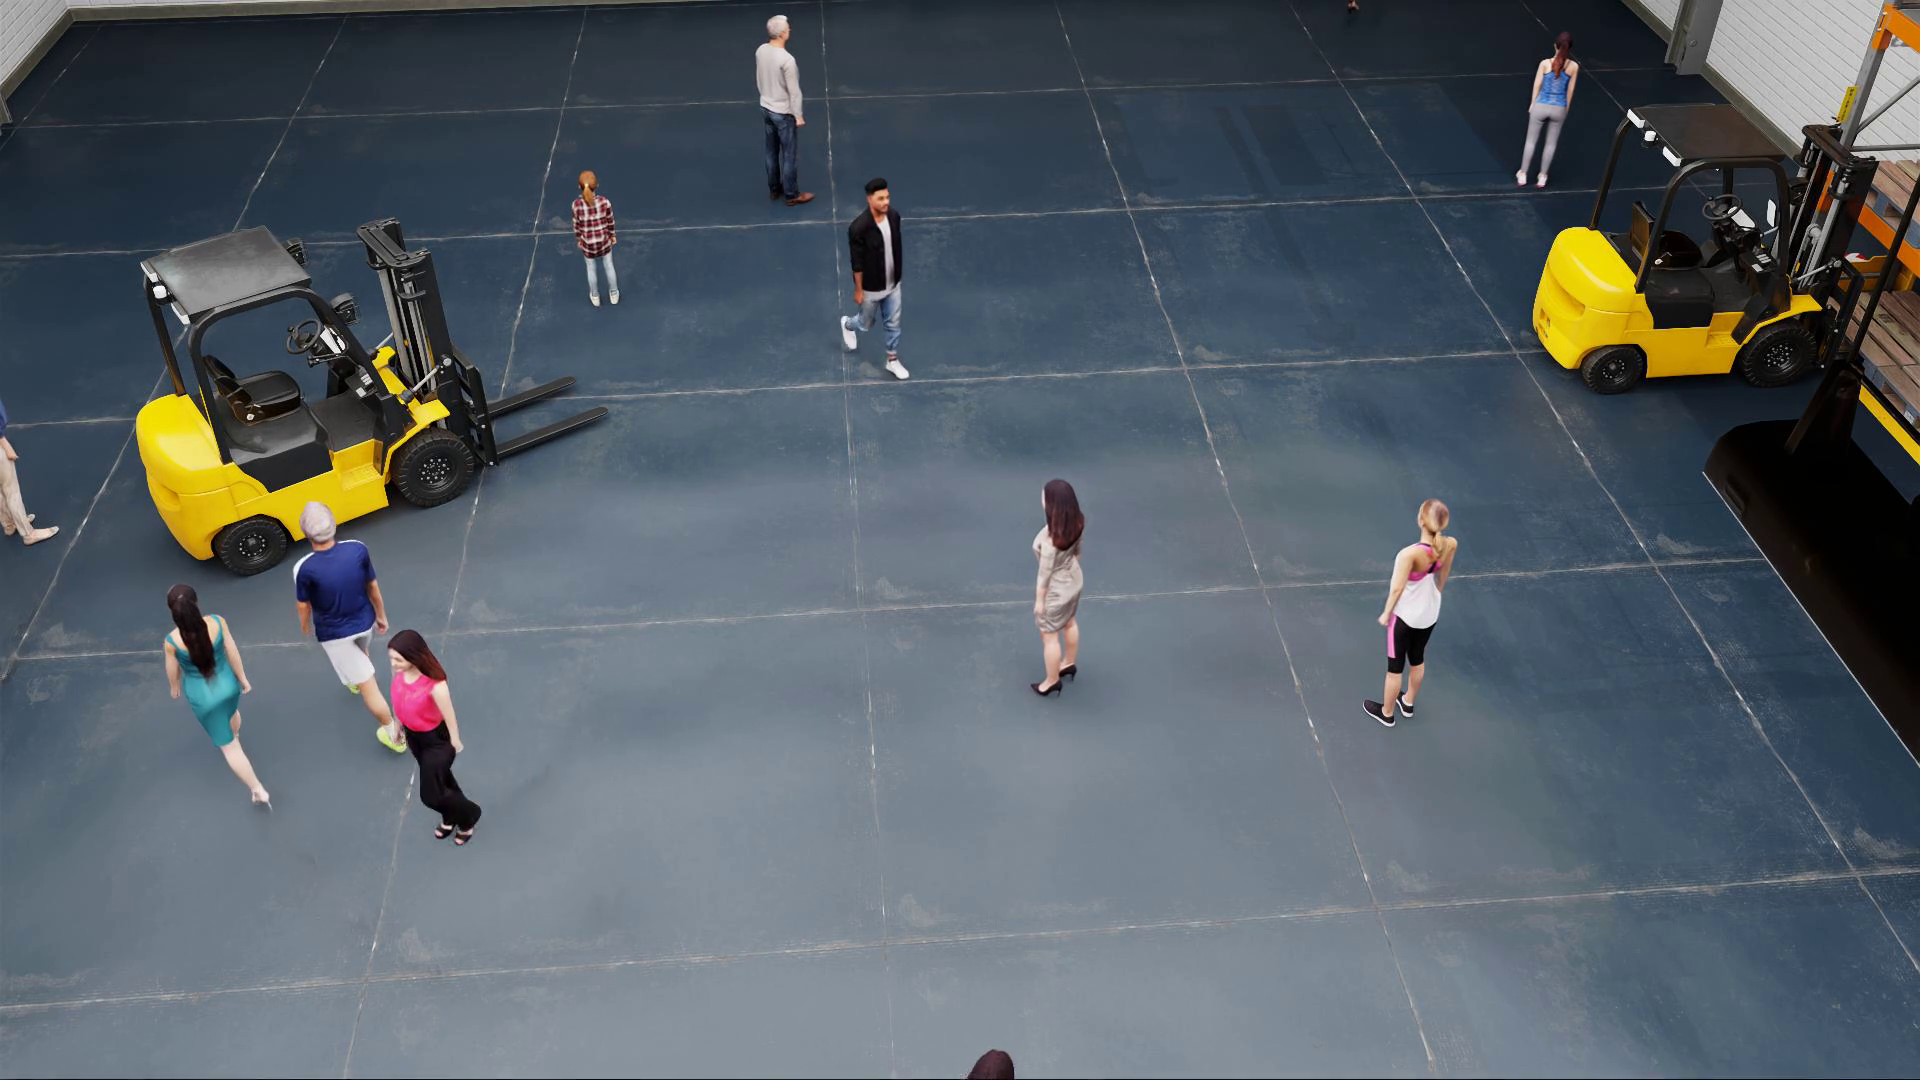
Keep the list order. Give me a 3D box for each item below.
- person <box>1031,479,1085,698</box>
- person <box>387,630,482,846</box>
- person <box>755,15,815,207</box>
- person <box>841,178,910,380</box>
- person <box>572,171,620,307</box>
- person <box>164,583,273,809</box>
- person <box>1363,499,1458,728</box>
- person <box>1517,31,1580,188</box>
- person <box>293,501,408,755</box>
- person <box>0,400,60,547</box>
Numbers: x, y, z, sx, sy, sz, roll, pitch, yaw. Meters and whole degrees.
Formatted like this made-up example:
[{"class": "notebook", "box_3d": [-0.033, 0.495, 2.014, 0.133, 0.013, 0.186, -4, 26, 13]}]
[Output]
[{"class": "person", "box_3d": [0.657, 0.326, 10.951, 0.713, 1.745, 0.639, 24, 45, 27]}, {"class": "person", "box_3d": [-3.131, 1.149, 9.997, 0.712, 1.650, 0.770, 25, 45, 28]}, {"class": "person", "box_3d": [-1.797, -4.280, 16.588, 0.893, 1.910, 0.803, -31, 48, -33]}, {"class": "person", "box_3d": [-0.759, -2.264, 14.154, 1.023, 1.796, 1.174, -26, 46, -29]}, {"class": "person", "box_3d": [-3.322, -2.747, 15.153, 0.556, 1.305, 0.553, -10, 40, -12]}, {"class": "person", "box_3d": [-4.538, 0.996, 10.198, 1.065, 1.639, 0.971, 31, 48, 33]}, {"class": "person", "box_3d": [2.932, 0.476, 10.729, 0.671, 1.788, 0.643, -17, 42, -20]}, {"class": "person", "box_3d": [6.019, -4.392, 16.970, 0.625, 1.608, 0.642, 11, 40, 13]}, {"class": "person", "box_3d": [-3.844, 0.610, 10.574, 1.223, 1.773, 1.156, 28, 46, 30]}, {"class": "person", "box_3d": [-7.190, -0.712, 12.290, 0.709, 1.697, 0.748, 22, 43, 25]}]
